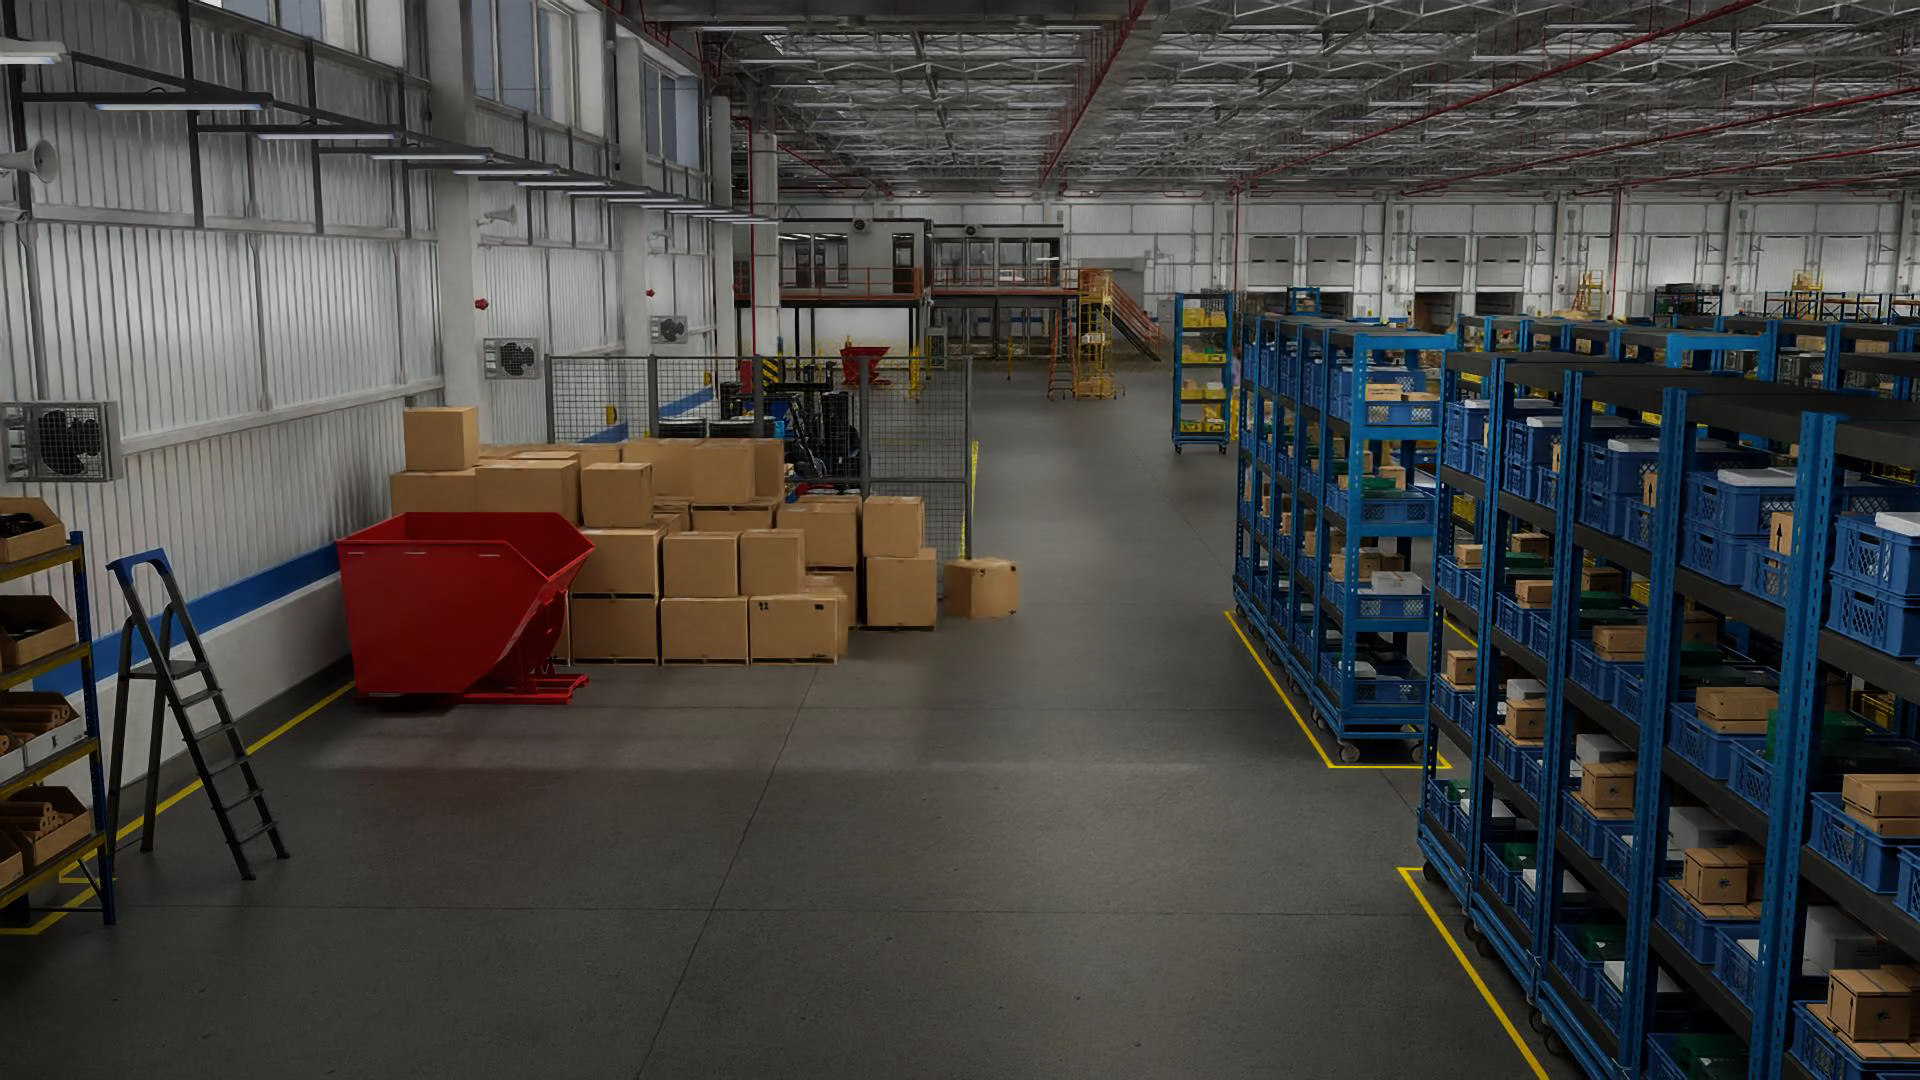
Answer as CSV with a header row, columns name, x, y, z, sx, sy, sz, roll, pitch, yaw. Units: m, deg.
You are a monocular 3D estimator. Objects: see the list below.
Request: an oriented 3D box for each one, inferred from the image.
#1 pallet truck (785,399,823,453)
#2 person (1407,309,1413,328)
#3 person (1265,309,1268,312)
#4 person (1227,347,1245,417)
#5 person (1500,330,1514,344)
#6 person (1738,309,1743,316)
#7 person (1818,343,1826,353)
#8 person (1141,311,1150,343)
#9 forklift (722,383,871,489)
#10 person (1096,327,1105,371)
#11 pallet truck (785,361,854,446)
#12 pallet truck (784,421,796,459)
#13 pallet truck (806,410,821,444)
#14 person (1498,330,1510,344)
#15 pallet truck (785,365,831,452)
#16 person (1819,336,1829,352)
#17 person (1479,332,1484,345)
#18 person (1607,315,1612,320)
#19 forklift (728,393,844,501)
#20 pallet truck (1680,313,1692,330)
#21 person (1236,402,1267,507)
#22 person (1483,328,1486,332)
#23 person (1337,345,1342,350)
name,x,y,z,sx,sy,sz,roll,pitch,yaw
pallet truck,-3.814,-2.432,36.419,1.630,1.274,0.653,0,9,1
person,25.592,-12.173,94.619,0.395,1.920,0.584,5,11,29
person,17.703,-12.392,96.036,1.026,1.896,0.632,8,12,41
person,7.721,-4.371,46.263,0.539,1.993,0.653,7,12,37
person,20.368,-6.915,62.122,0.545,1.938,0.357,9,13,43
person,44.251,-12.126,94.299,0.546,1.926,0.388,-2,9,-12
person,27.467,-5.381,53.083,0.588,1.803,0.878,1,9,4
person,10.479,-12.070,94.238,0.429,1.837,0.620,-7,12,-38
forklift,-2.893,-1.687,28.729,2.680,1.987,1.157,0,9,-1
person,5.743,-7.788,67.838,0.354,1.835,0.502,-2,9,-14
pallet truck,-3.410,-3.193,38.978,1.885,1.965,0.823,0,9,-1
pallet truck,-4.013,-1.793,32.705,1.601,1.201,0.680,0,9,1
pallet truck,-3.559,-2.018,33.905,1.522,1.261,0.704,0,9,-1
person,21.520,-7.539,66.141,0.952,1.872,0.610,-3,10,-16
pallet truck,-3.774,-2.976,37.635,1.885,1.965,0.823,1,9,5
person,34.630,-7.586,66.506,0.473,1.857,0.549,-6,11,-31
person,20.069,-7.082,63.738,0.683,1.748,0.539,3,10,20
person,33.509,-10.730,86.110,0.925,1.797,0.633,0,9,-1
forklift,-2.979,-1.316,26.476,2.680,1.987,1.157,0,9,1
pallet truck,36.315,-10.531,84.244,0.823,1.965,1.885,-6,11,-33
person,5.090,-1.458,28.687,0.657,1.897,0.566,-7,11,-36
person,25.066,-9.630,79.194,0.875,1.839,0.519,-5,11,-30
person,15.145,-7.627,66.582,0.984,1.917,0.618,7,11,36
